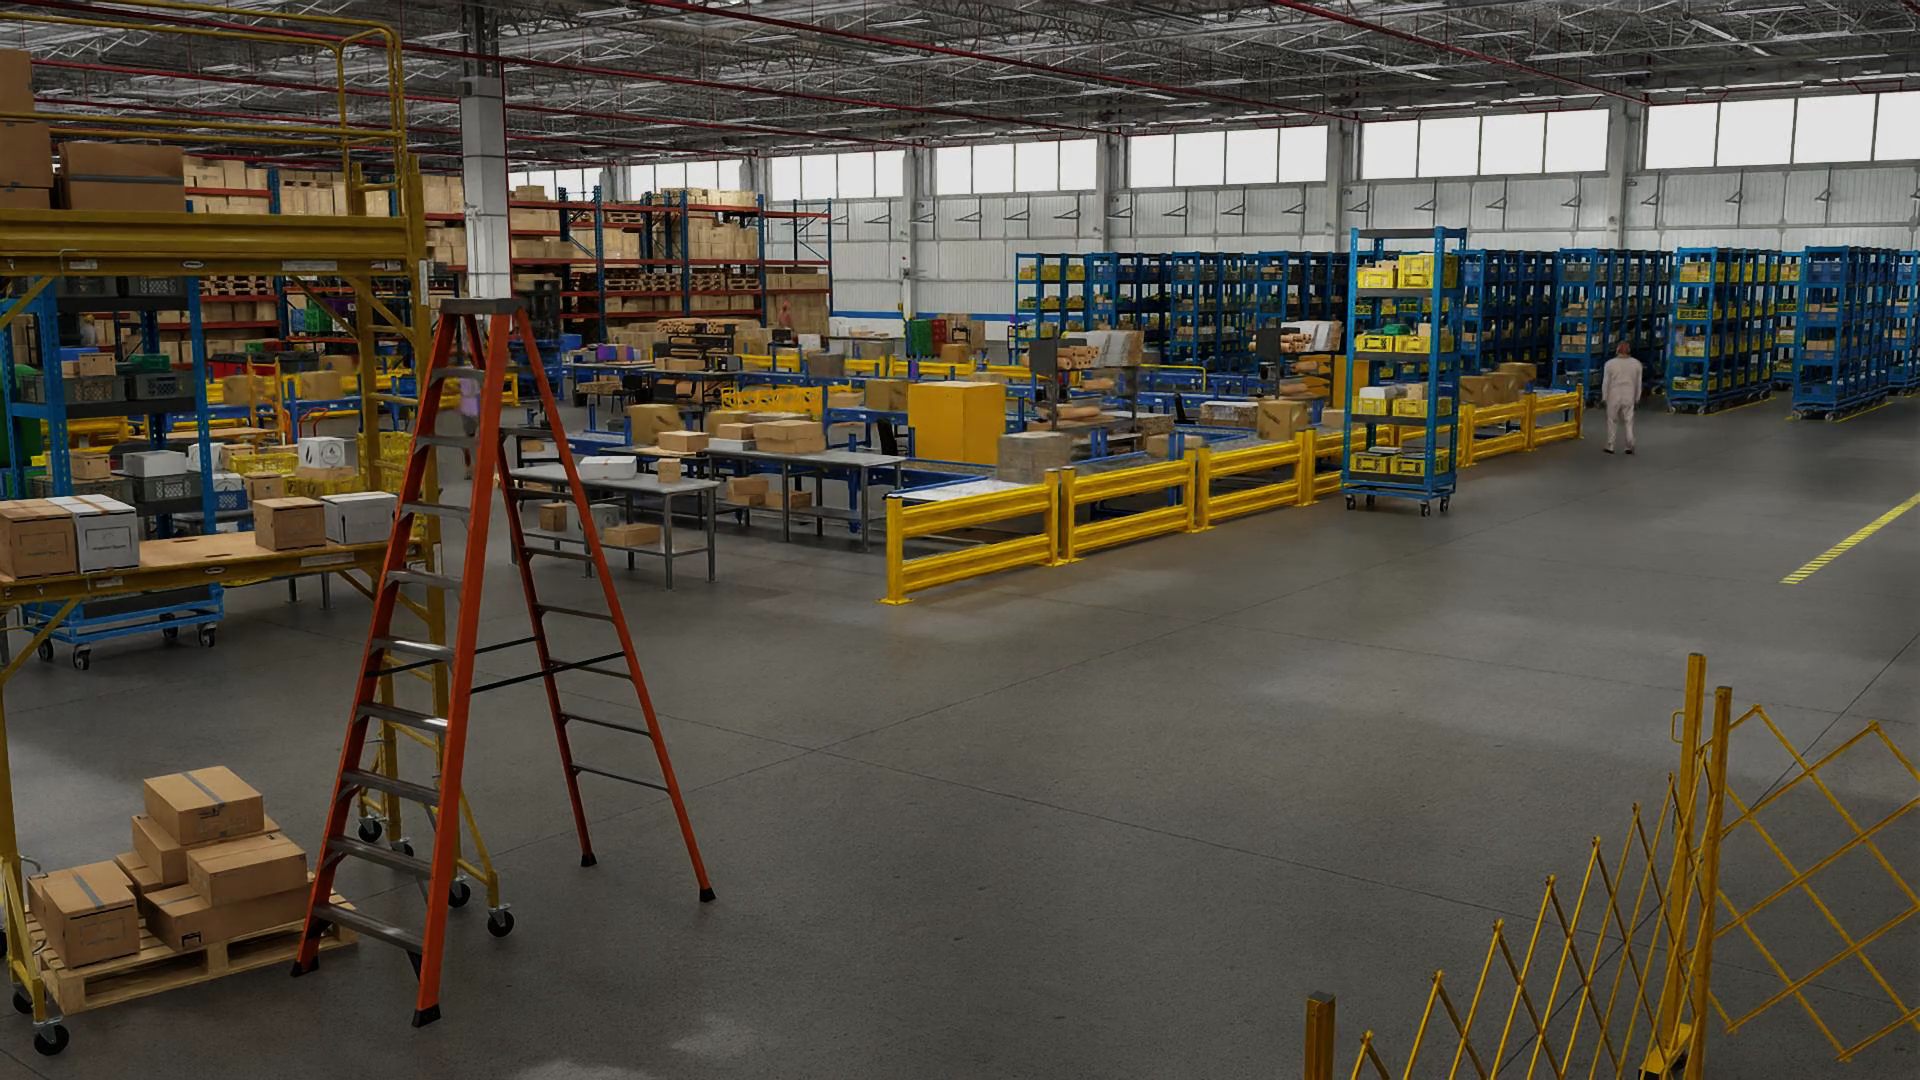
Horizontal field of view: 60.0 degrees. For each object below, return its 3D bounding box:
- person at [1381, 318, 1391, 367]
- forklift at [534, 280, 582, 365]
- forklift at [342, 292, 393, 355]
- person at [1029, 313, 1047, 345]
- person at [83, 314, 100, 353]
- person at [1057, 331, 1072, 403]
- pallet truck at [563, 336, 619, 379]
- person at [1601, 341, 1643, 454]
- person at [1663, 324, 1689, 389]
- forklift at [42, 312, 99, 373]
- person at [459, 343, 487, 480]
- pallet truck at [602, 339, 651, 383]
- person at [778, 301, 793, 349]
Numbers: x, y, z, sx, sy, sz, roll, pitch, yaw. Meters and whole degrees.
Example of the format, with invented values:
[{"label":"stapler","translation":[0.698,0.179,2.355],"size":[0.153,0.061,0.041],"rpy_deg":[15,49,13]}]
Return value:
[{"label":"person","translation":[12.372,-5.622,48.423],"size":[0.546,1.810,0.618],"rpy_deg":[7,11,37]},{"label":"forklift","translation":[-13.075,-6.877,52.953],"size":[1.129,2.768,1.873],"rpy_deg":[7,11,37]},{"label":"forklift","translation":[-16.485,-5.622,45.120],"size":[1.129,2.768,1.873],"rpy_deg":[7,11,37]},{"label":"person","translation":[2.481,-6.406,52.980],"size":[0.641,1.923,0.606],"rpy_deg":[-1,9,-5]},{"label":"person","translation":[-26.058,-5.858,49.909],"size":[0.587,1.815,0.412],"rpy_deg":[7,12,38]},{"label":"person","translation":[2.318,-3.700,36.592],"size":[0.328,1.767,0.532],"rpy_deg":[6,11,31]},{"label":"pallet truck","translation":[-10.690,-5.294,48.215],"size":[1.601,1.201,0.680],"rpy_deg":[-5,10,-26]},{"label":"person","translation":[11.144,-2.402,28.059],"size":[0.651,1.904,0.403],"rpy_deg":[1,9,5]},{"label":"person","translation":[18.962,-4.851,43.667],"size":[0.949,1.798,0.591],"rpy_deg":[7,11,36]},{"label":"forklift","translation":[-23.779,-5.451,44.052],"size":[1.873,2.768,1.129],"rpy_deg":[7,11,36]},{"label":"person","translation":[-7.131,-1.899,24.570],"size":[0.631,2.011,0.576],"rpy_deg":[7,12,39]},{"label":"pallet truck","translation":[-8.991,-4.871,45.351],"size":[0.653,1.274,1.630],"rpy_deg":[7,11,37]},{"label":"person","translation":[-6.744,-8.292,64.642],"size":[0.619,1.968,0.861],"rpy_deg":[8,12,40]}]
